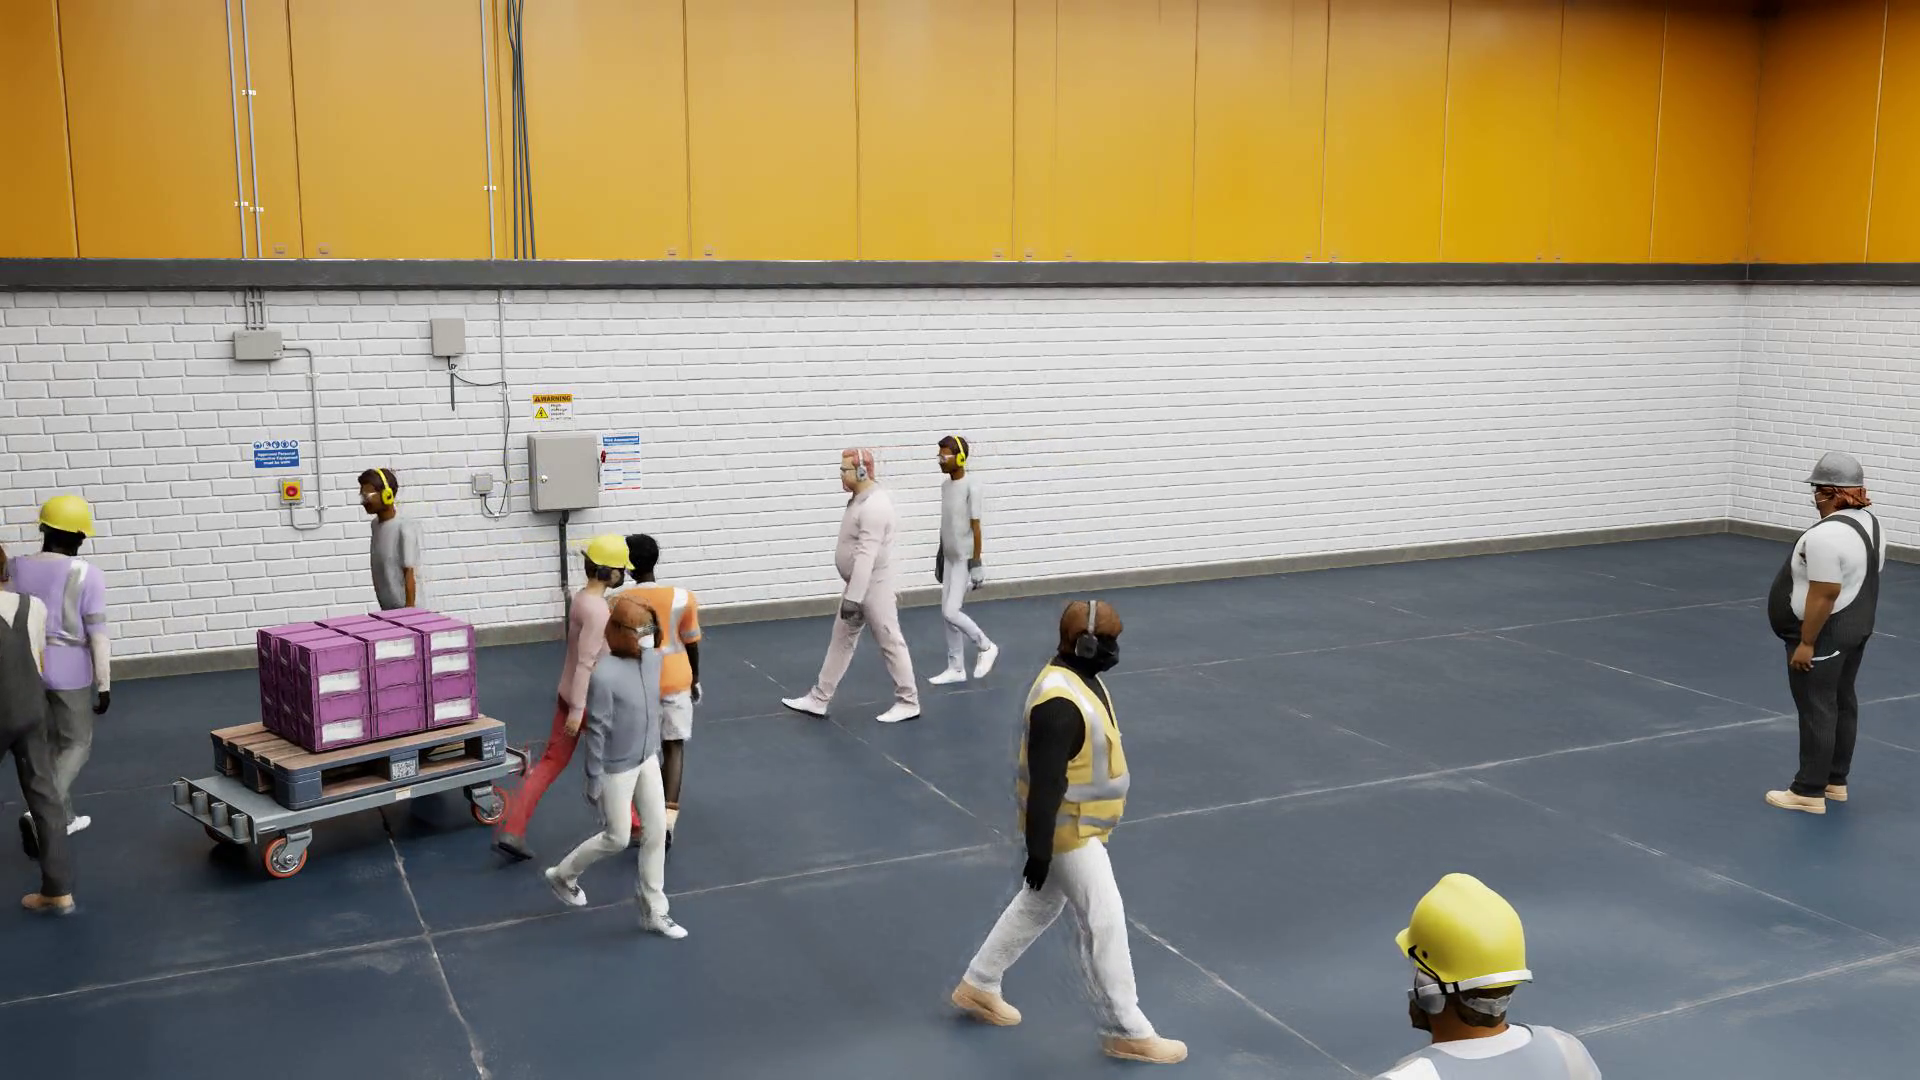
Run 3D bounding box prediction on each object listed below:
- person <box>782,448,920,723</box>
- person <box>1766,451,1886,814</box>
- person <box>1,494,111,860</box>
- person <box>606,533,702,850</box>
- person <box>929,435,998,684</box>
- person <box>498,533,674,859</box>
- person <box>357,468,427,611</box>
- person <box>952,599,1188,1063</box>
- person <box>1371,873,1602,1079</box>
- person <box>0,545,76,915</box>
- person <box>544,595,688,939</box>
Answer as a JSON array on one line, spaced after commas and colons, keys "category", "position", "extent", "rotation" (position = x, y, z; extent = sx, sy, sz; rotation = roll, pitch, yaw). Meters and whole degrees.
[{"category": "person", "position": [-0.713, 0.320, 11.119], "extent": [0.966, 1.857, 0.666], "rotation": [-2, 9, -13]}, {"category": "person", "position": [4.863, 0.507, 9.420], "extent": [0.689, 2.000, 0.539], "rotation": [-8, 12, -40]}, {"category": "person", "position": [-4.736, 0.711, 8.645], "extent": [0.616, 1.888, 0.751], "rotation": [0, 9, 1]}, {"category": "person", "position": [-1.634, 0.796, 8.823], "extent": [0.540, 1.651, 0.805], "rotation": [-2, 9, -10]}, {"category": "person", "position": [0.004, 0.155, 12.203], "extent": [0.450, 1.848, 0.552], "rotation": [-5, 10, -29]}, {"category": "person", "position": [-1.972, 0.814, 8.556], "extent": [0.903, 1.709, 0.537], "rotation": [-4, 10, -25]}, {"category": "person", "position": [-3.445, 0.460, 10.324], "extent": [0.555, 1.849, 0.476], "rotation": [8, 12, 41]}, {"category": "person", "position": [0.390, 1.109, 6.509], "extent": [0.957, 1.791, 0.642], "rotation": [2, 9, 11]}, {"category": "person", "position": [1.005, 1.577, 3.425], "extent": [0.588, 1.834, 0.403], "rotation": [-5, 10, -28]}, {"category": "person", "position": [-4.609, 0.869, 7.917], "extent": [0.966, 1.793, 0.514], "rotation": [5, 10, 27]}, {"category": "person", "position": [-1.583, 1.020, 7.593], "extent": [0.658, 1.601, 0.508], "rotation": [5, 10, 26]}]
